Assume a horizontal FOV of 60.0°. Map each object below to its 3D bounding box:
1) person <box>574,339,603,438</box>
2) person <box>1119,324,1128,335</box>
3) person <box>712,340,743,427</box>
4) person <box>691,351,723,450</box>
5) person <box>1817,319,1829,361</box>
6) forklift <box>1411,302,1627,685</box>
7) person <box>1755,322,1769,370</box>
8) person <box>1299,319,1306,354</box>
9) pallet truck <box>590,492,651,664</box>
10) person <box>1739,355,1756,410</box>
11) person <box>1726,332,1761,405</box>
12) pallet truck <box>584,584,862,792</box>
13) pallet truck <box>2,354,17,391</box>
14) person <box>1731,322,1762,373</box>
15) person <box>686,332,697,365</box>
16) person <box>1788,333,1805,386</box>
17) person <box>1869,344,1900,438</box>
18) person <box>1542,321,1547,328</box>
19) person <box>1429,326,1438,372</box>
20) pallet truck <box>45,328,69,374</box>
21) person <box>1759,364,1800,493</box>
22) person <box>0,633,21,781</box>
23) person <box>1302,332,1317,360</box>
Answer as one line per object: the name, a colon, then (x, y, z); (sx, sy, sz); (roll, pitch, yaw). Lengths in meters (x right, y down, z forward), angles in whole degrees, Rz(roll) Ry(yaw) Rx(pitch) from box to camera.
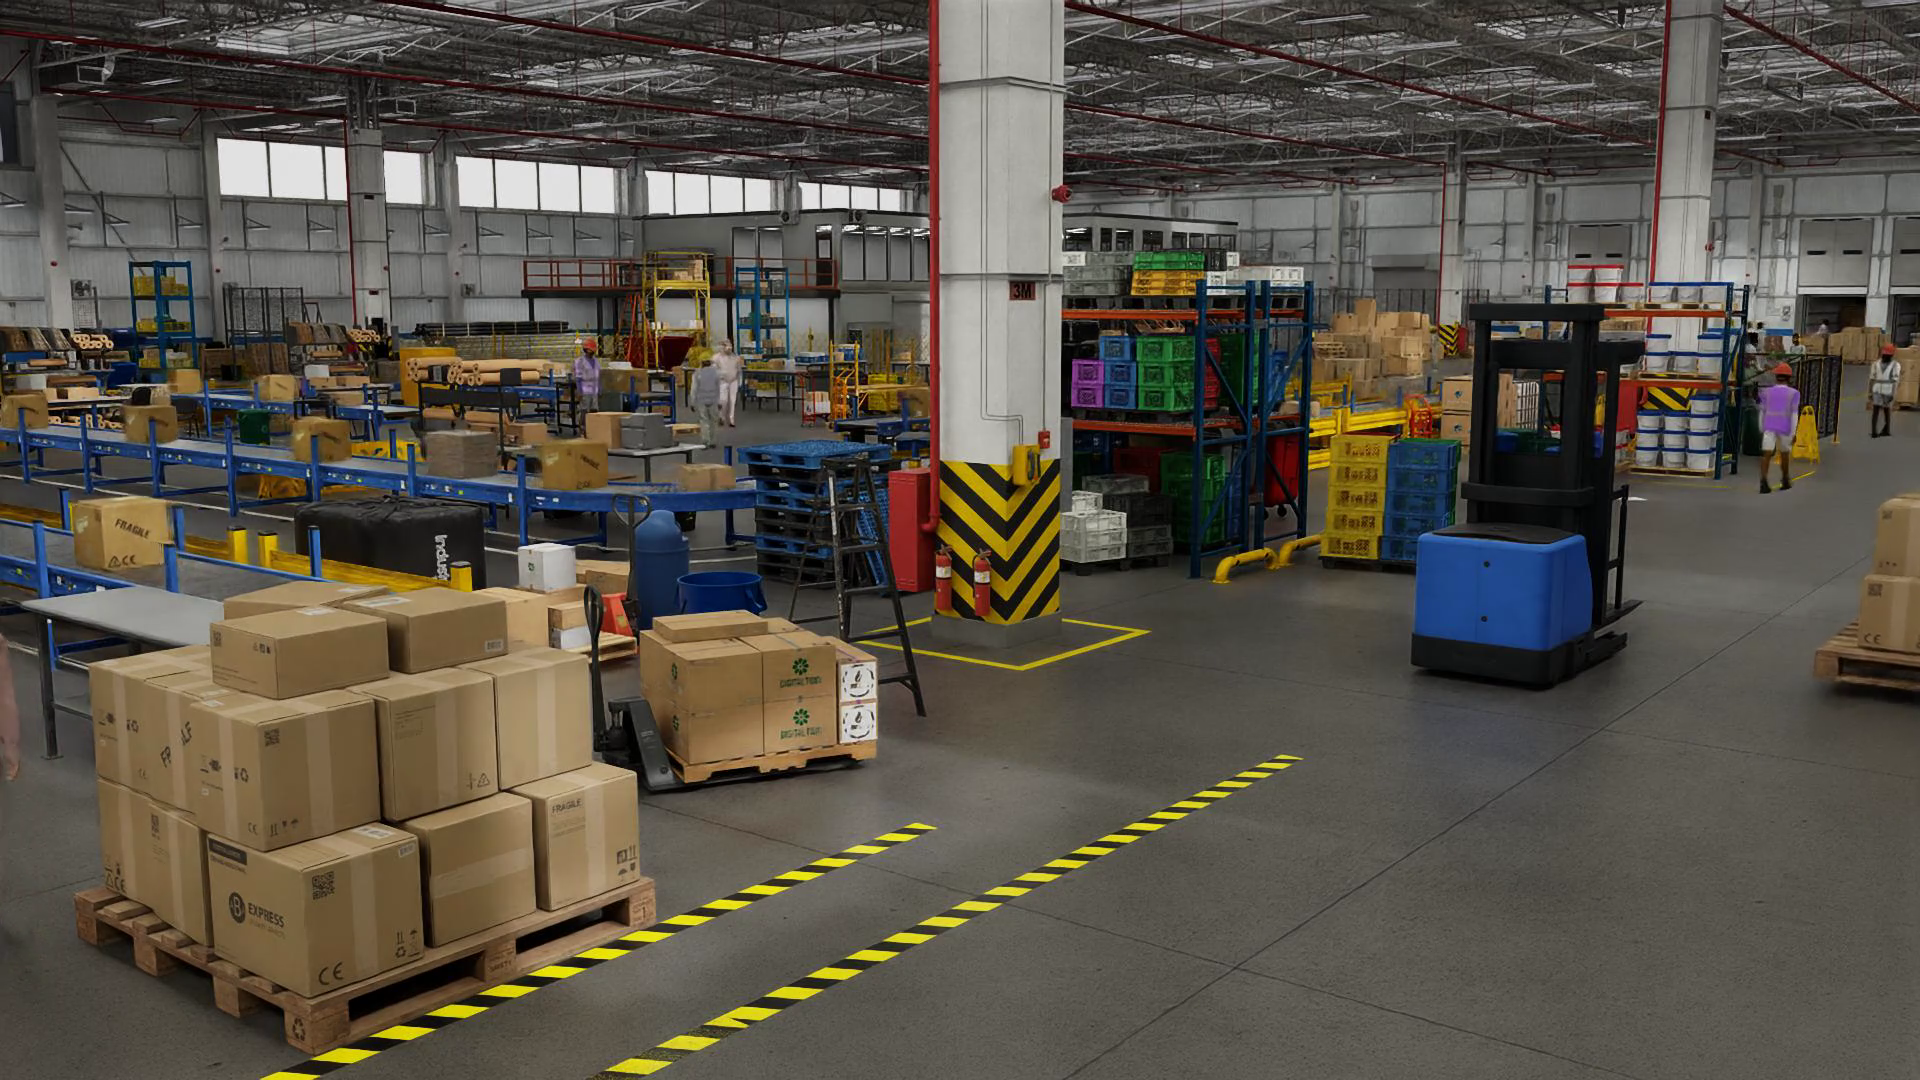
person: (-7.087, -2.839, 31.876); (0.392, 2.034, 0.605); (6, 10, 33)
person: (5.214, -5.939, 53.186); (0.392, 1.912, 0.587); (-5, 10, -29)
person: (-5.015, -3.383, 35.996); (0.669, 1.894, 0.432); (-4, 9, -26)
person: (-4.696, -2.583, 30.847); (0.592, 1.836, 0.404); (-4, 9, -24)
person: (36.633, -8.457, 70.470); (0.556, 1.818, 0.649); (3, 9, 22)
forklift: (4.379, -0.438, 12.852); (1.129, 2.768, 1.873); (7, 11, 37)
person: (30.237, -7.328, 62.834); (0.512, 1.835, 0.953); (-1, 8, -7)
person: (15.969, -9.537, 77.357); (0.372, 1.935, 0.551); (-7, 11, -38)
pallet truck: (-3.115, 0.344, 12.883); (0.653, 1.274, 1.630); (7, 11, 37)
person: (16.820, -3.179, 35.655); (0.501, 1.590, 0.860); (-3, 9, -19)
person: (20.408, -4.440, 43.075); (0.983, 1.921, 0.632); (2, 9, 12)
pallet truck: (-1.426, 0.805, 10.019); (1.601, 1.201, 0.680); (-4, 9, -26)
pallet truck: (-24.881, -4.417, 42.634); (1.885, 1.965, 0.823); (8, 11, 41)
person: (28.385, -6.906, 59.788); (1.003, 1.900, 0.640); (3, 9, 20)
person: (-10.733, -7.847, 66.404); (0.914, 1.795, 0.495); (7, 11, 40)
person: (21.646, -4.425, 43.121); (0.327, 1.872, 0.516); (-3, 9, -19)
person: (18.530, -2.981, 33.373); (0.548, 1.892, 0.928); (7, 11, 41)
person: (24.322, -8.255, 69.079); (0.431, 1.835, 0.624); (-2, 9, -14)
person: (17.502, -7.079, 61.577); (0.343, 1.707, 0.711); (1, 8, 6)
pallet truck: (-23.775, -4.544, 43.495); (1.885, 1.965, 0.823); (6, 10, 35)
person: (11.917, -1.623, 24.241); (0.551, 1.880, 1.012); (7, 11, 39)
person: (-4.520, 0.939, 7.403); (0.743, 1.735, 0.532); (8, 12, 44)
person: (10.311, -5.248, 49.049); (0.341, 1.757, 0.518); (-7, 11, -41)
